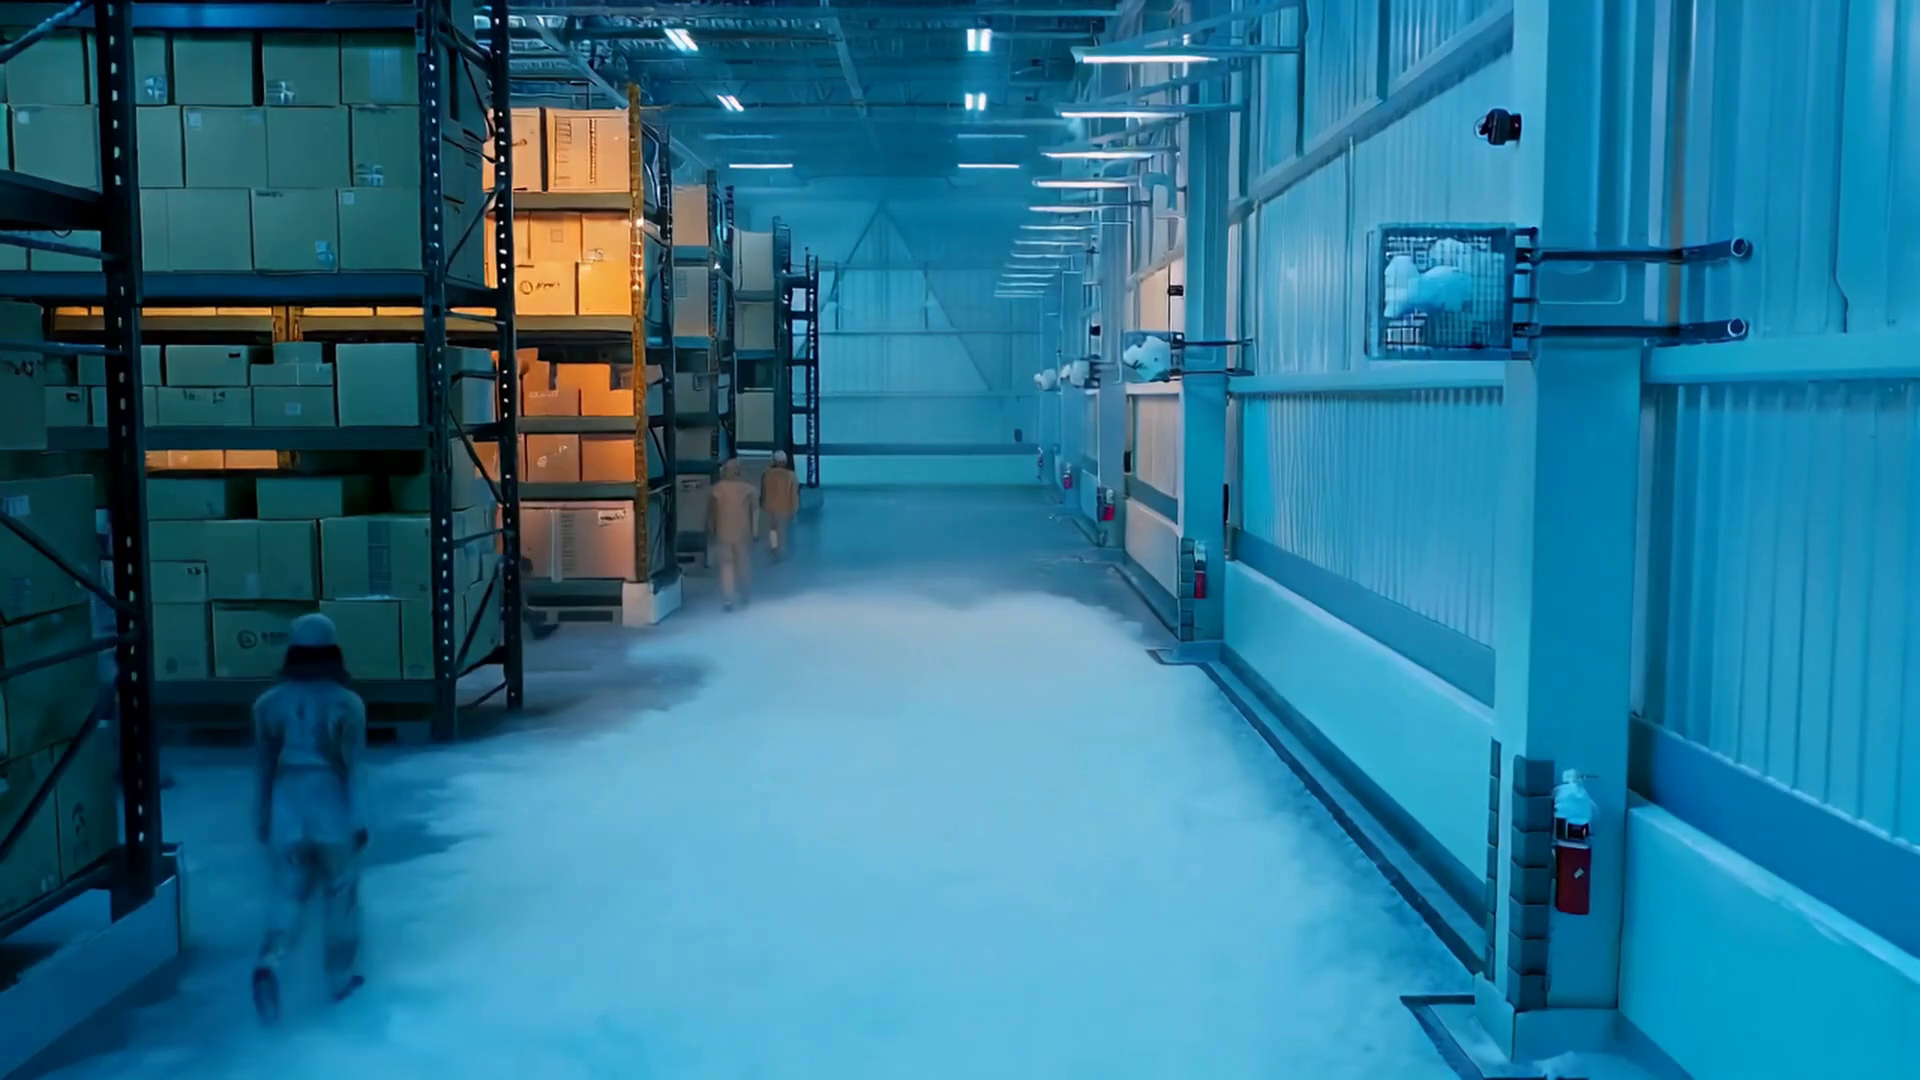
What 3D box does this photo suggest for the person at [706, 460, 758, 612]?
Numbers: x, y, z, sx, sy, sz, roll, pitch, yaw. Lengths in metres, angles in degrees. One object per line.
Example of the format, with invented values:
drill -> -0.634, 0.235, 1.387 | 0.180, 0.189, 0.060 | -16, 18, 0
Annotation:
person -> -2.804, -0.058, 20.497 | 0.664, 1.847, 1.010 | 0, 5, 1

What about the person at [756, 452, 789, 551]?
person -> -3.218, -0.660, 28.454 | 0.830, 1.703, 0.578 | 5, 7, 44

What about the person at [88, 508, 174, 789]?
person -> -5.819, 0.728, 11.067 | 0.978, 1.908, 0.620 | -1, 5, -9

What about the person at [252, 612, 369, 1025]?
person -> -2.757, 1.167, 7.025 | 0.489, 1.714, 0.668 | 0, 5, 0

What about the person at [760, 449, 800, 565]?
person -> -2.799, -0.506, 25.911 | 0.621, 1.819, 0.426 | 0, 5, 0

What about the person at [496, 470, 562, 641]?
person -> -4.791, 0.171, 17.683 | 1.012, 1.881, 0.545 | -1, 5, -15
